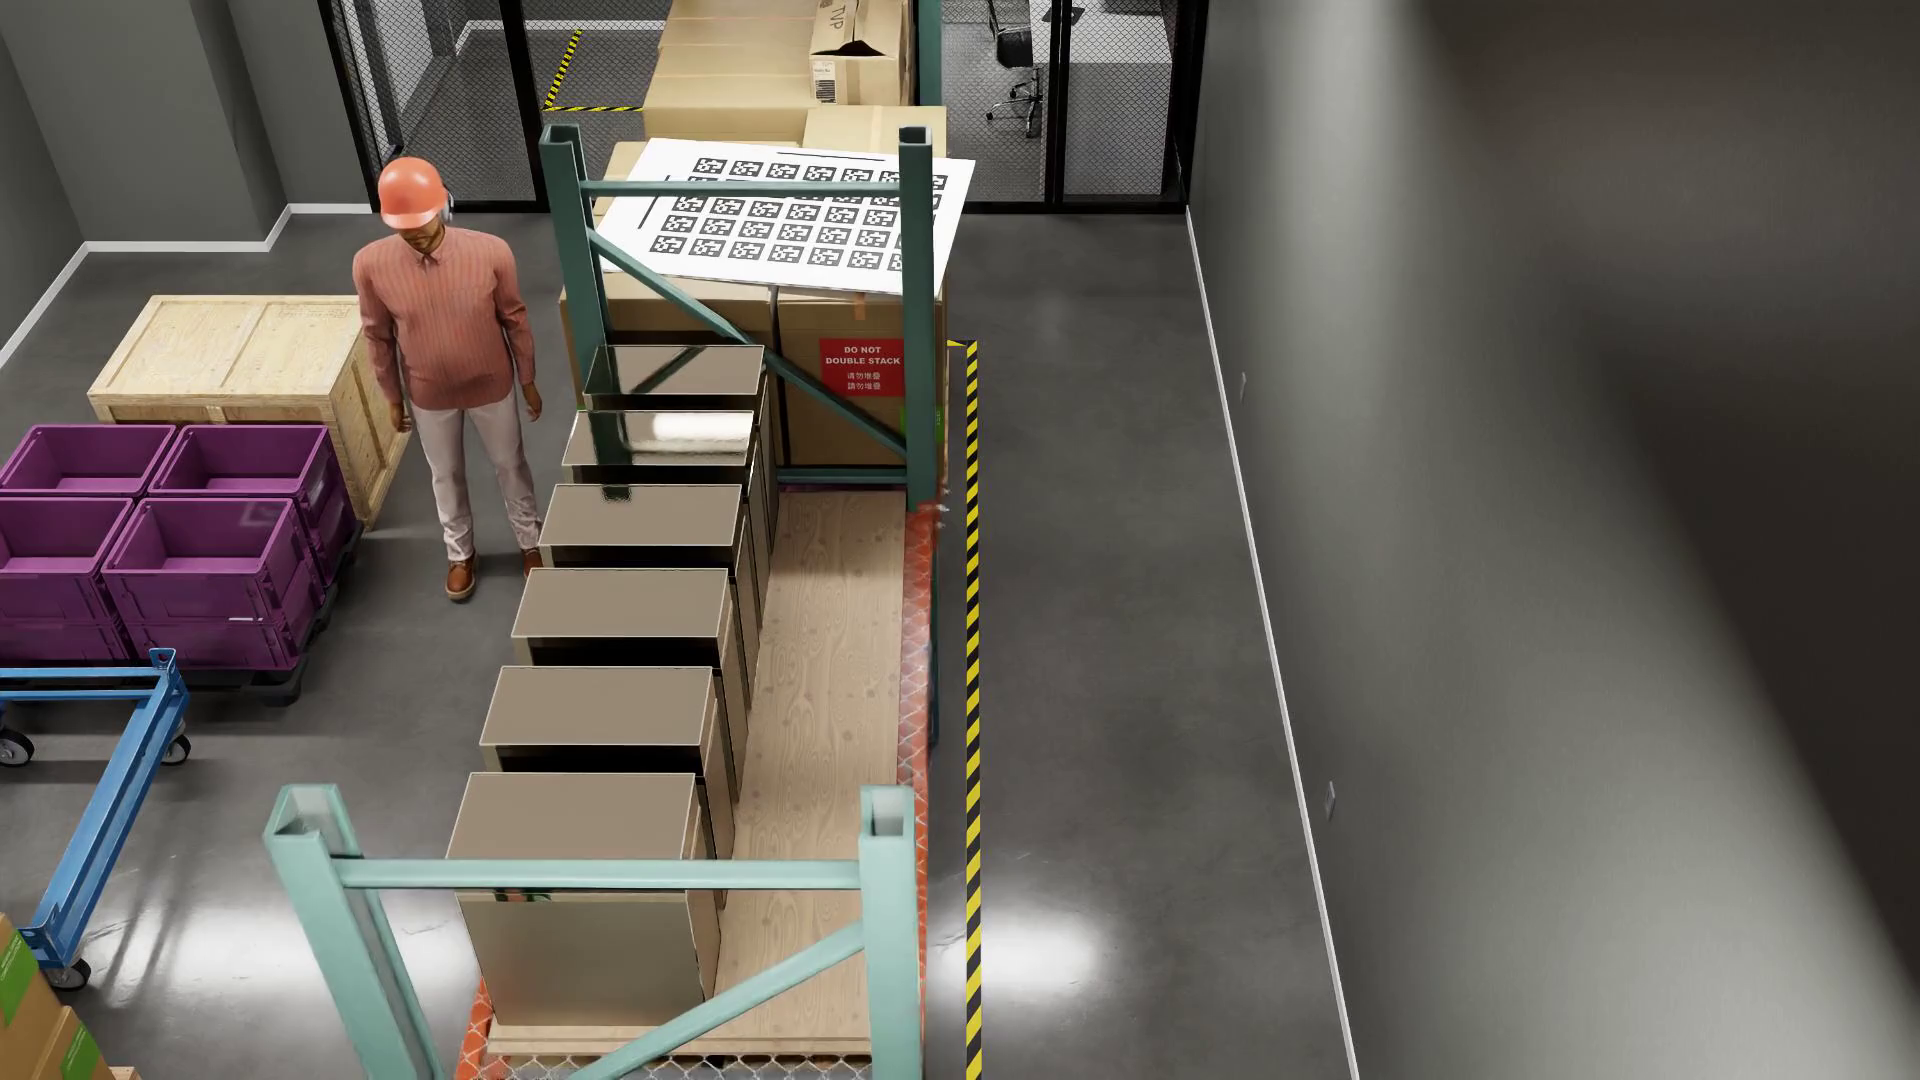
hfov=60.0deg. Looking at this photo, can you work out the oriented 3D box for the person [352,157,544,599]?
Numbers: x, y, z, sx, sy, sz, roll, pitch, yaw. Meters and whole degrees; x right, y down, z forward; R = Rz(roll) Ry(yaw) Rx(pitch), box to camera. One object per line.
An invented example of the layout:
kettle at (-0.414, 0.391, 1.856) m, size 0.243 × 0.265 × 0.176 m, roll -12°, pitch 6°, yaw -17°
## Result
person at (-1.961, -0.604, 6.534) m, size 0.614 × 1.993 × 0.395 m, roll -8°, pitch 42°, yaw -9°
